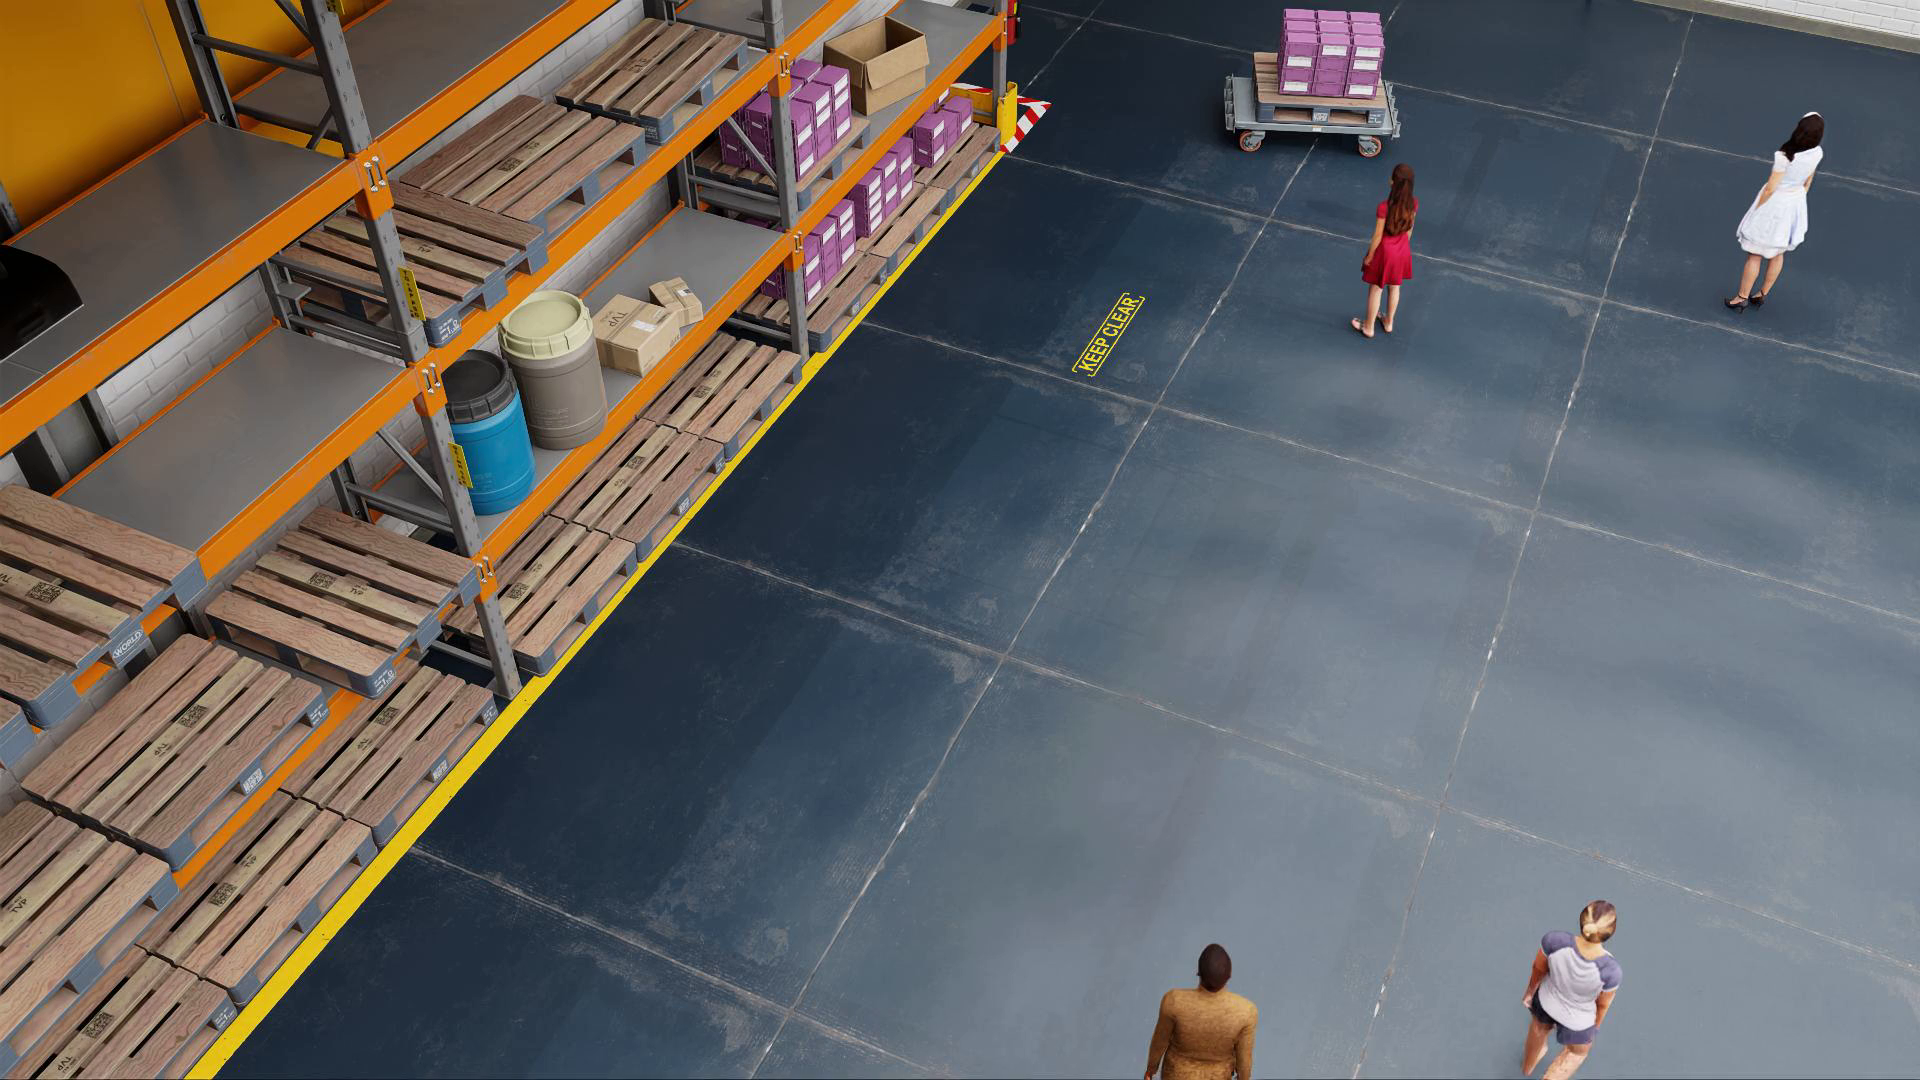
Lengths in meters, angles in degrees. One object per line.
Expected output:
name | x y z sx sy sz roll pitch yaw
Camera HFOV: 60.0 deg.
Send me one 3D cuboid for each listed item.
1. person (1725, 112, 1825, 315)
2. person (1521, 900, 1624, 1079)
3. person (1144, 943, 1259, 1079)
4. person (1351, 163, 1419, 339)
person | 6.732 -2.680 13.703 0.851 1.816 0.899 -7 44 -8
person | 3.073 2.429 8.492 0.709 1.607 0.878 31 52 29
person | 1.161 2.681 8.098 0.925 1.785 1.211 5 44 5
person | 3.498 -2.359 13.557 0.684 1.552 0.745 -15 46 -15
